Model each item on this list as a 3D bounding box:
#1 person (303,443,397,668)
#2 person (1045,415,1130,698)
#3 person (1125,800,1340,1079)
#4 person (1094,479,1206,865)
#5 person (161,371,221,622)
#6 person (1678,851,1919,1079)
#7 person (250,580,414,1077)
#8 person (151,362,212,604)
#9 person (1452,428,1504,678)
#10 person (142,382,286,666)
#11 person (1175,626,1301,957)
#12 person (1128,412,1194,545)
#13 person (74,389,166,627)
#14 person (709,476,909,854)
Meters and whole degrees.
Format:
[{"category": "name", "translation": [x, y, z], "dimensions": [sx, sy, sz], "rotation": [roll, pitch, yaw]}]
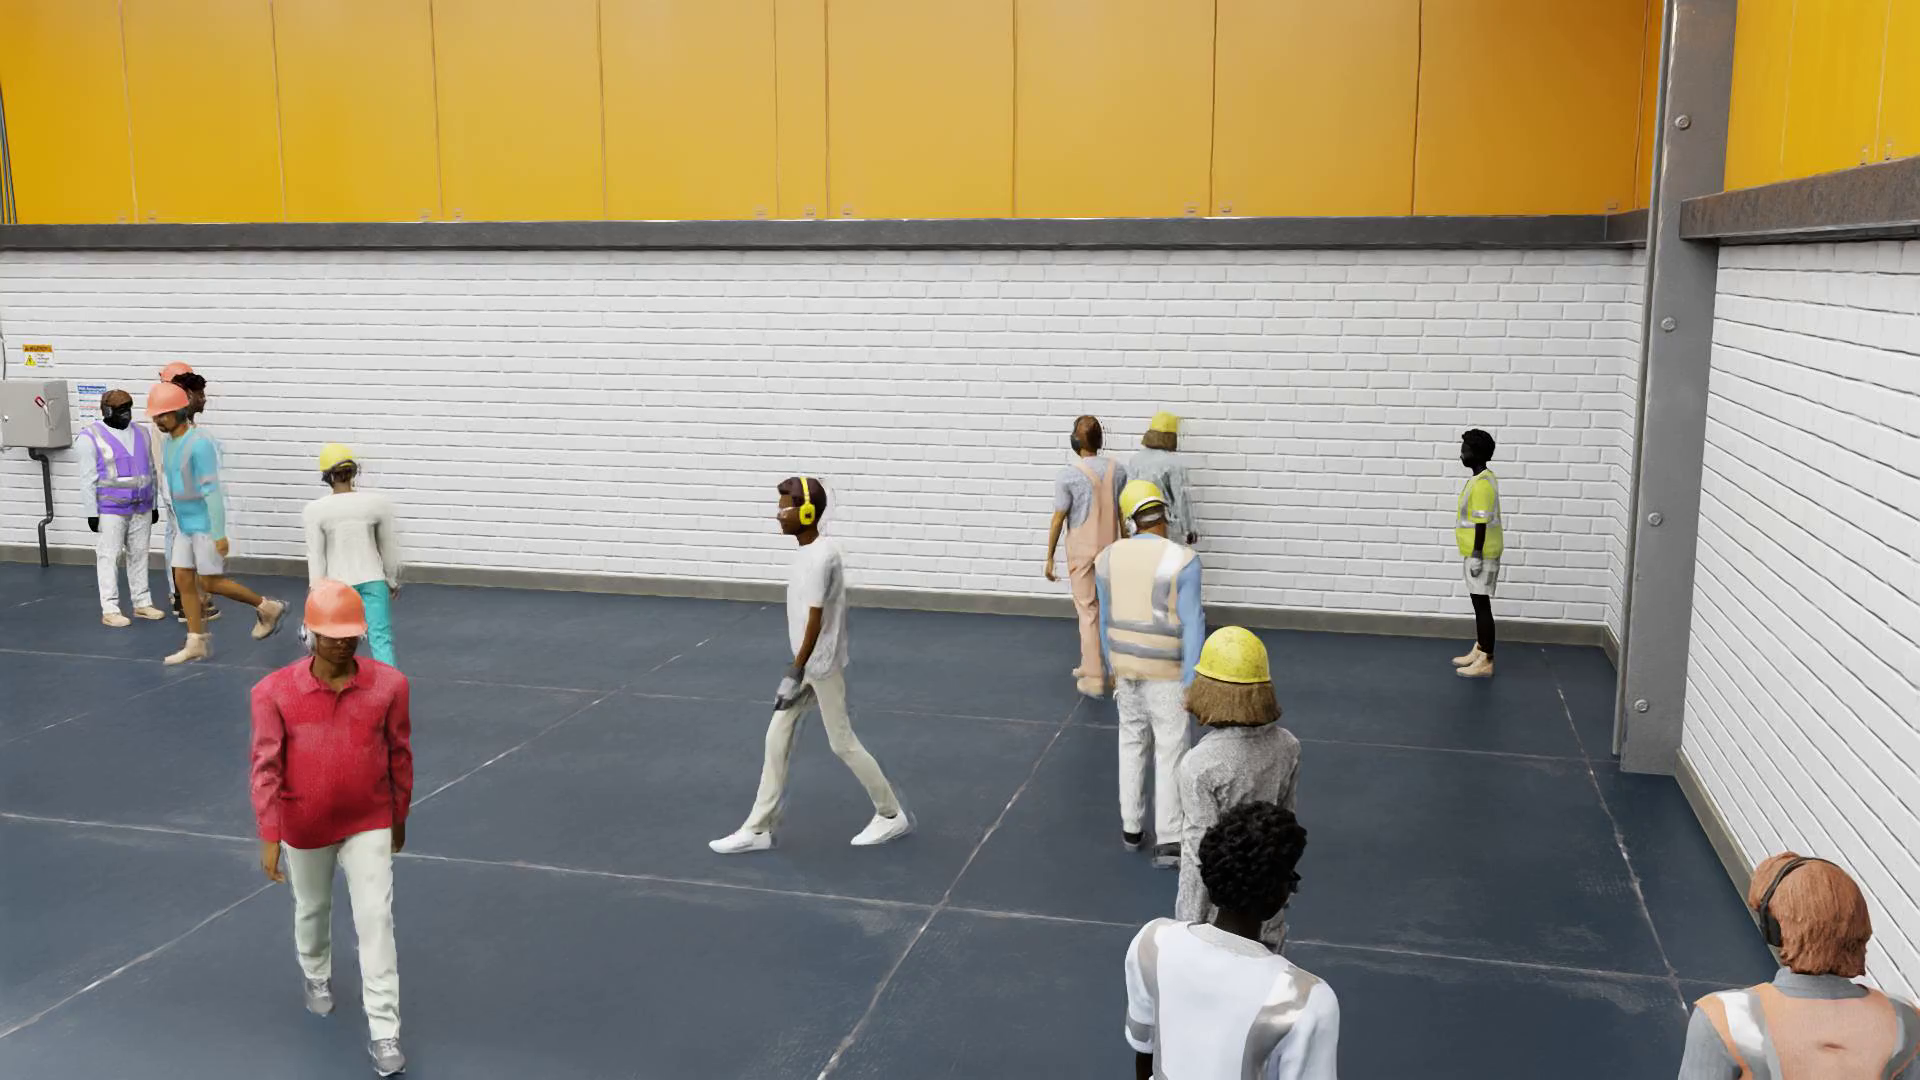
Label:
[{"category": "person", "translation": [-3.664, 0.276, 10.114], "dimensions": [0.552, 1.721, 0.828], "rotation": [-7, 12, -35]}, {"category": "person", "translation": [0.795, 0.093, 10.850], "dimensions": [0.550, 1.824, 0.662], "rotation": [-5, 11, -28]}, {"category": "person", "translation": [0.587, 1.391, 3.628], "dimensions": [0.539, 1.686, 0.321], "rotation": [9, 13, 42]}, {"category": "person", "translation": [0.949, 0.619, 7.896], "dimensions": [0.729, 1.782, 0.440], "rotation": [9, 13, 44]}, {"category": "person", "translation": [-6.046, -0.341, 13.044], "dimensions": [0.385, 1.958, 0.606], "rotation": [-6, 11, -31]}, {"category": "person", "translation": [1.708, 1.448, 3.450], "dimensions": [0.524, 1.630, 0.324], "rotation": [-1, 10, -7]}, {"category": "person", "translation": [-2.247, 0.977, 5.992], "dimensions": [0.557, 1.714, 0.889], "rotation": [-5, 11, -26]}, {"category": "person", "translation": [-6.429, -0.472, 13.719], "dimensions": [0.399, 1.984, 0.609], "rotation": [-4, 10, -22]}, {"category": "person", "translation": [3.527, 0.084, 11.316], "dimensions": [0.322, 1.690, 0.534], "rotation": [2, 10, 13]}, {"category": "person", "translation": [-5.269, -0.130, 11.707], "dimensions": [0.618, 2.001, 0.809], "rotation": [8, 12, 39]}, {"category": "person", "translation": [0.814, 1.120, 5.055], "dimensions": [0.494, 1.743, 0.308], "rotation": [-8, 12, -39]}, {"category": "person", "translation": [1.508, -0.108, 12.443], "dimensions": [0.773, 1.693, 0.525], "rotation": [-9, 13, -41]}, {"category": "person", "translation": [-6.477, -0.251, 12.874], "dimensions": [0.430, 1.835, 0.628], "rotation": [5, 11, 27]}, {"category": "person", "translation": [-0.687, 0.600, 7.912], "dimensions": [0.959, 1.829, 0.508], "rotation": [-4, 10, -21]}]
